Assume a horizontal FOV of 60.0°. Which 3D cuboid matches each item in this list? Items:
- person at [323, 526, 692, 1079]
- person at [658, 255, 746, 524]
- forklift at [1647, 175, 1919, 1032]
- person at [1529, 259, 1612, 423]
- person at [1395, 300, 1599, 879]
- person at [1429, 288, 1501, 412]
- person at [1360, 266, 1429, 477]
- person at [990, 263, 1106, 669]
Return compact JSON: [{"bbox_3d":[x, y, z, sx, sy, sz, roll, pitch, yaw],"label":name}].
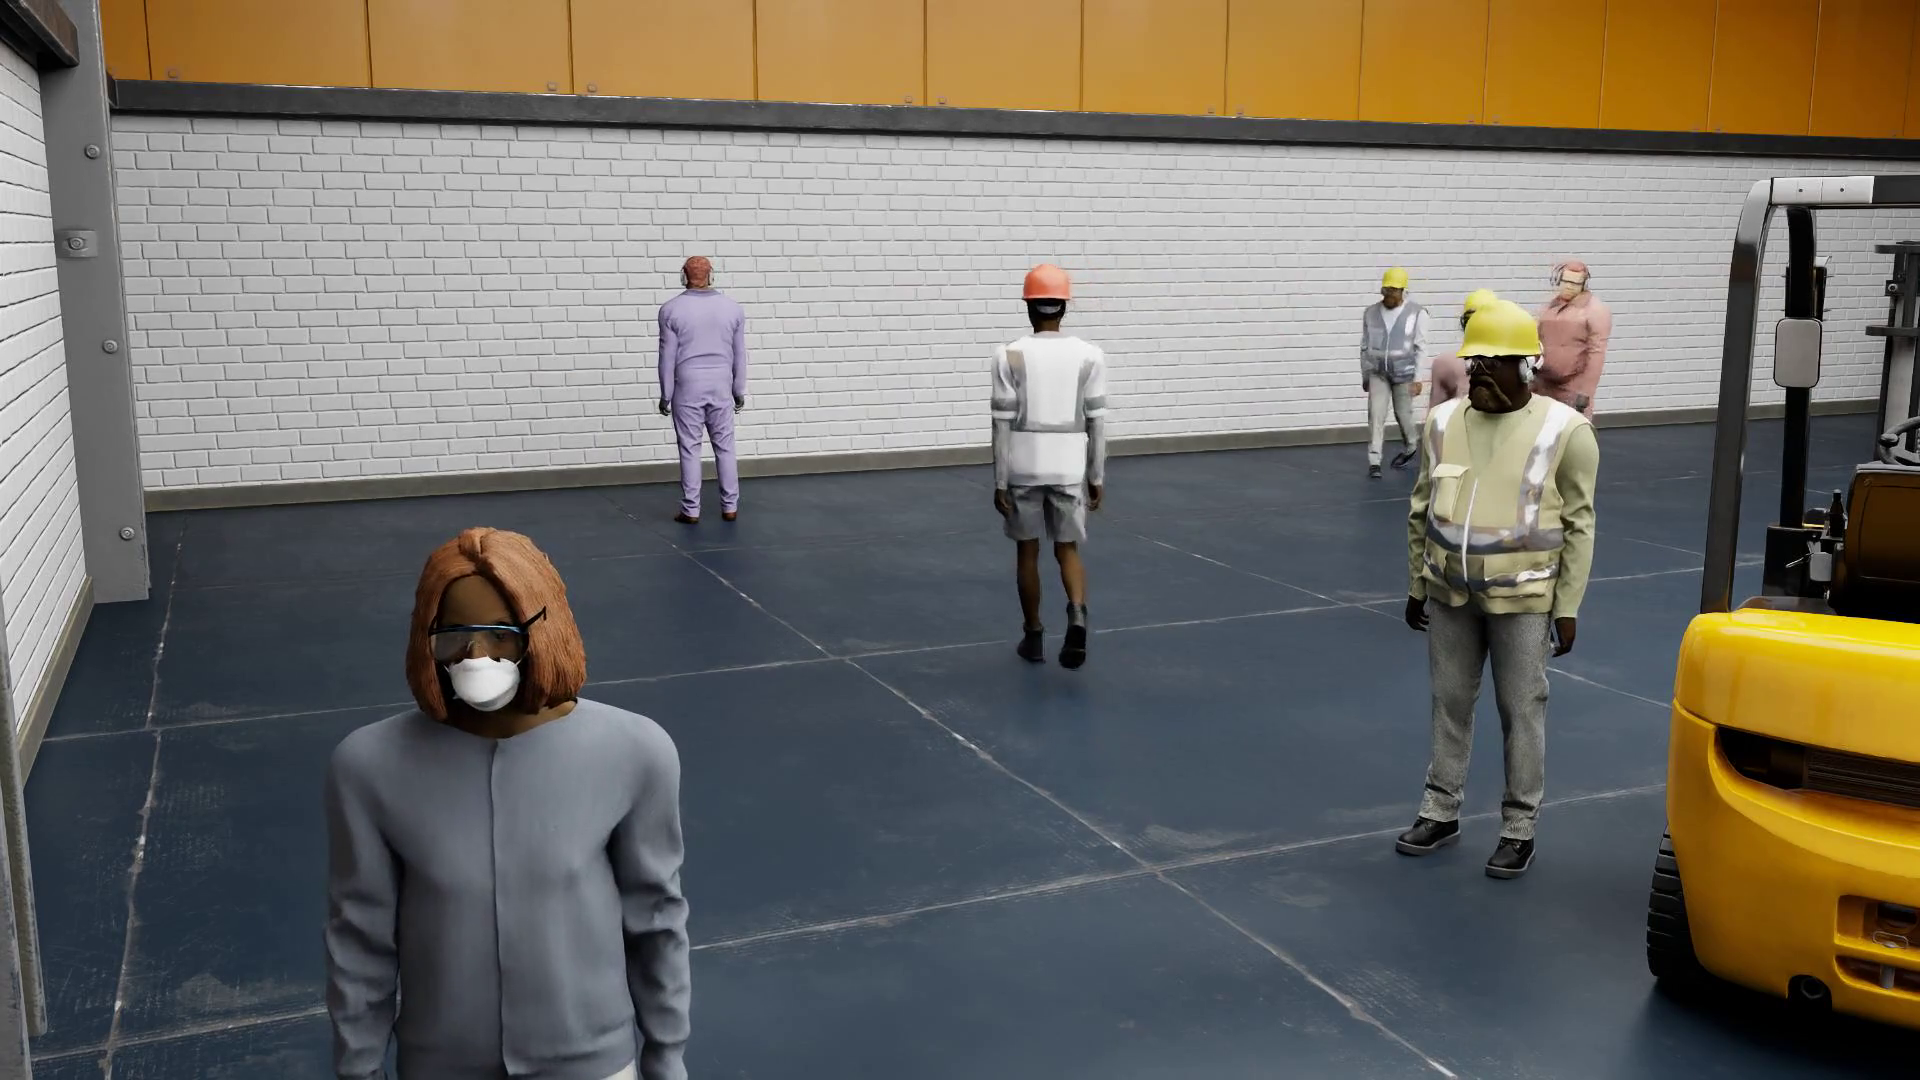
[{"bbox_3d":[-0.641,0.782,2.411,0.507,1.631,0.266,-2,10,-11],"label":"person"},{"bbox_3d":[-1.846,-1.067,11.856,0.652,1.904,0.402,-5,11,-26],"label":"person"},{"bbox_3d":[2.810,0.094,4.662,1.214,2.155,2.313,7,12,34],"label":"forklift"},{"bbox_3d":[4.428,-1.146,12.398,0.393,1.877,0.881,-5,11,-24],"label":"person"},{"bbox_3d":[1.689,0.157,5.310,0.599,1.830,0.404,9,14,42],"label":"person"},{"bbox_3d":[2.778,-0.469,8.955,0.549,1.752,0.407,7,12,34],"label":"person"},{"bbox_3d":[3.737,-1.456,14.315,0.596,1.801,0.800,5,12,27],"label":"person"},{"bbox_3d":[0.414,-0.321,7.734,0.547,1.917,0.691,-2,10,-9],"label":"person"}]
